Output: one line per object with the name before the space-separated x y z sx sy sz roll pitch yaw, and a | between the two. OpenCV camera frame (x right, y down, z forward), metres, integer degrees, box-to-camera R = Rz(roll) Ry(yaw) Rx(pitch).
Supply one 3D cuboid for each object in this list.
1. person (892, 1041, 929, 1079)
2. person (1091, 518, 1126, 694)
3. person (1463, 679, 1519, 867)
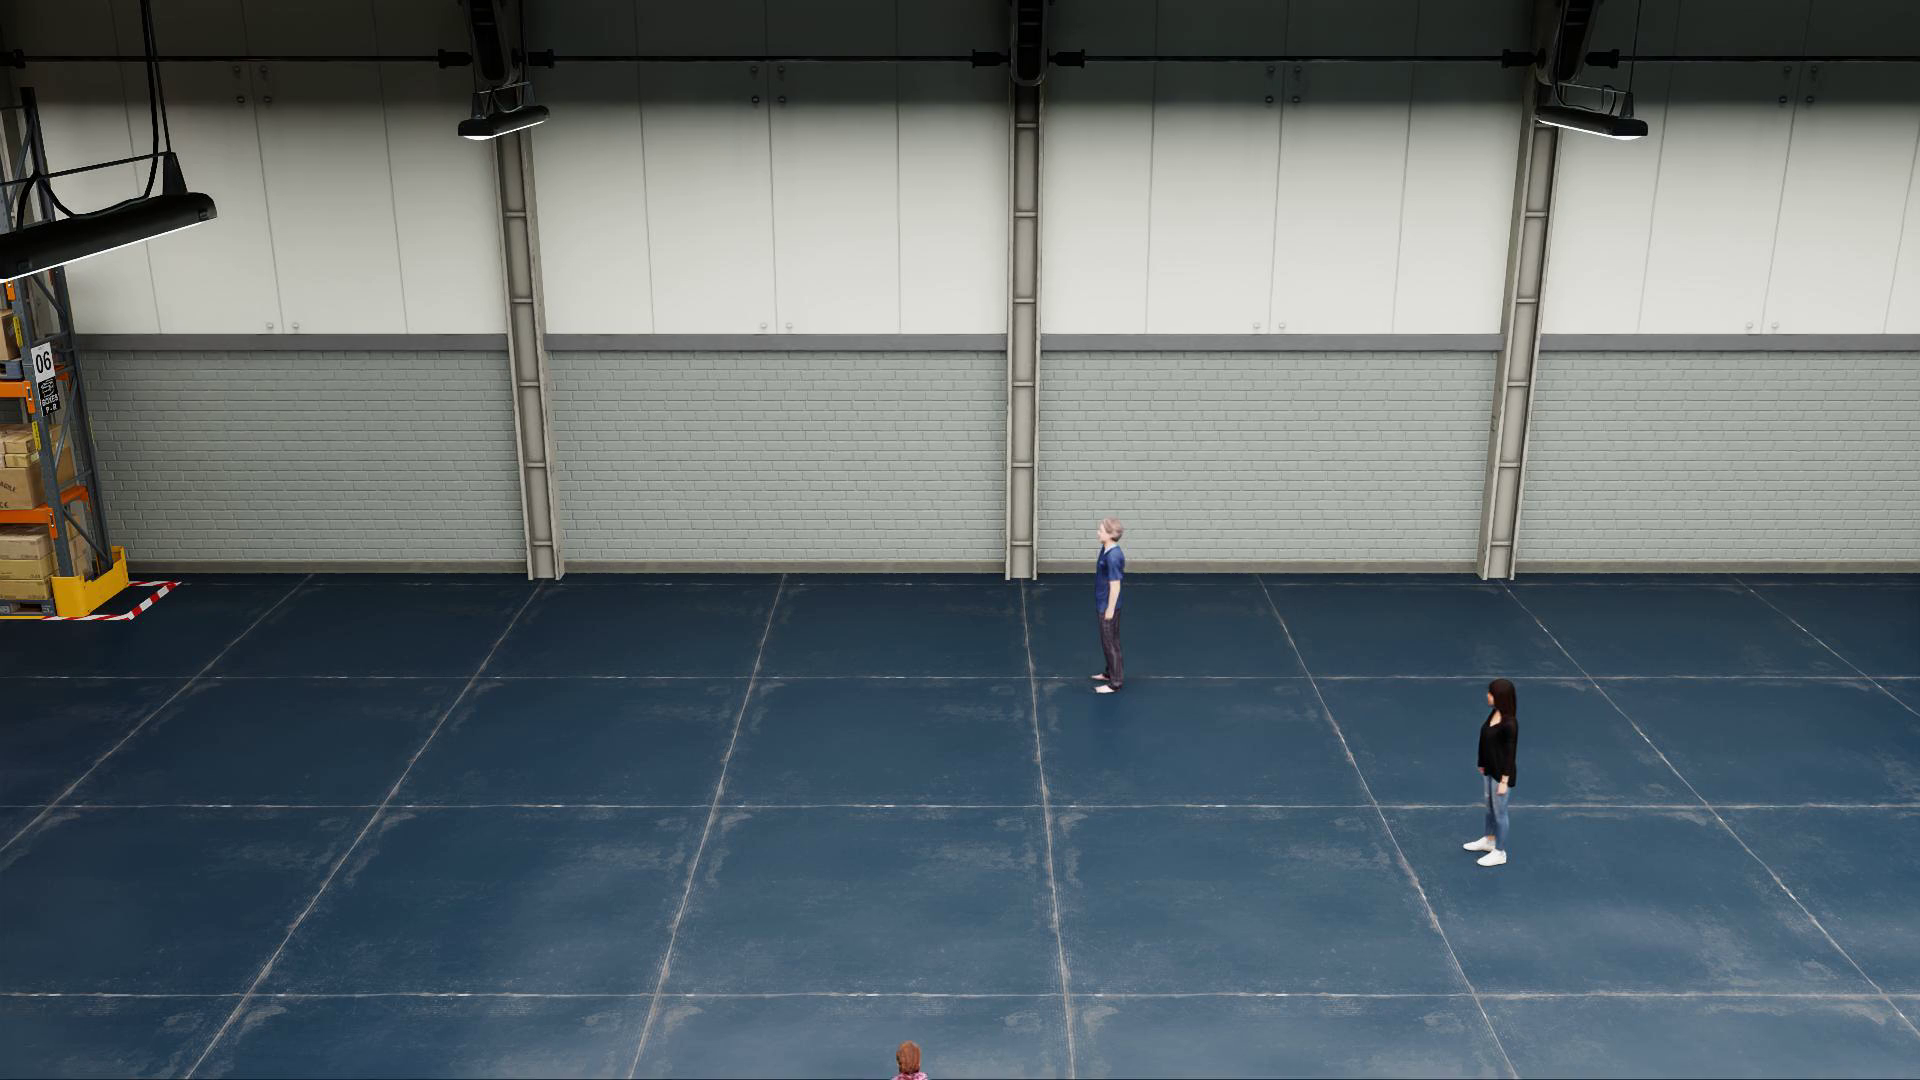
person | -0.301 3.509 10.011 0.749 1.011 0.676 -8 20 -23
person | 1.561 0.667 17.351 0.525 1.871 0.655 -1 18 -2
person | 4.503 1.914 13.887 0.538 1.643 0.583 -1 18 -4
